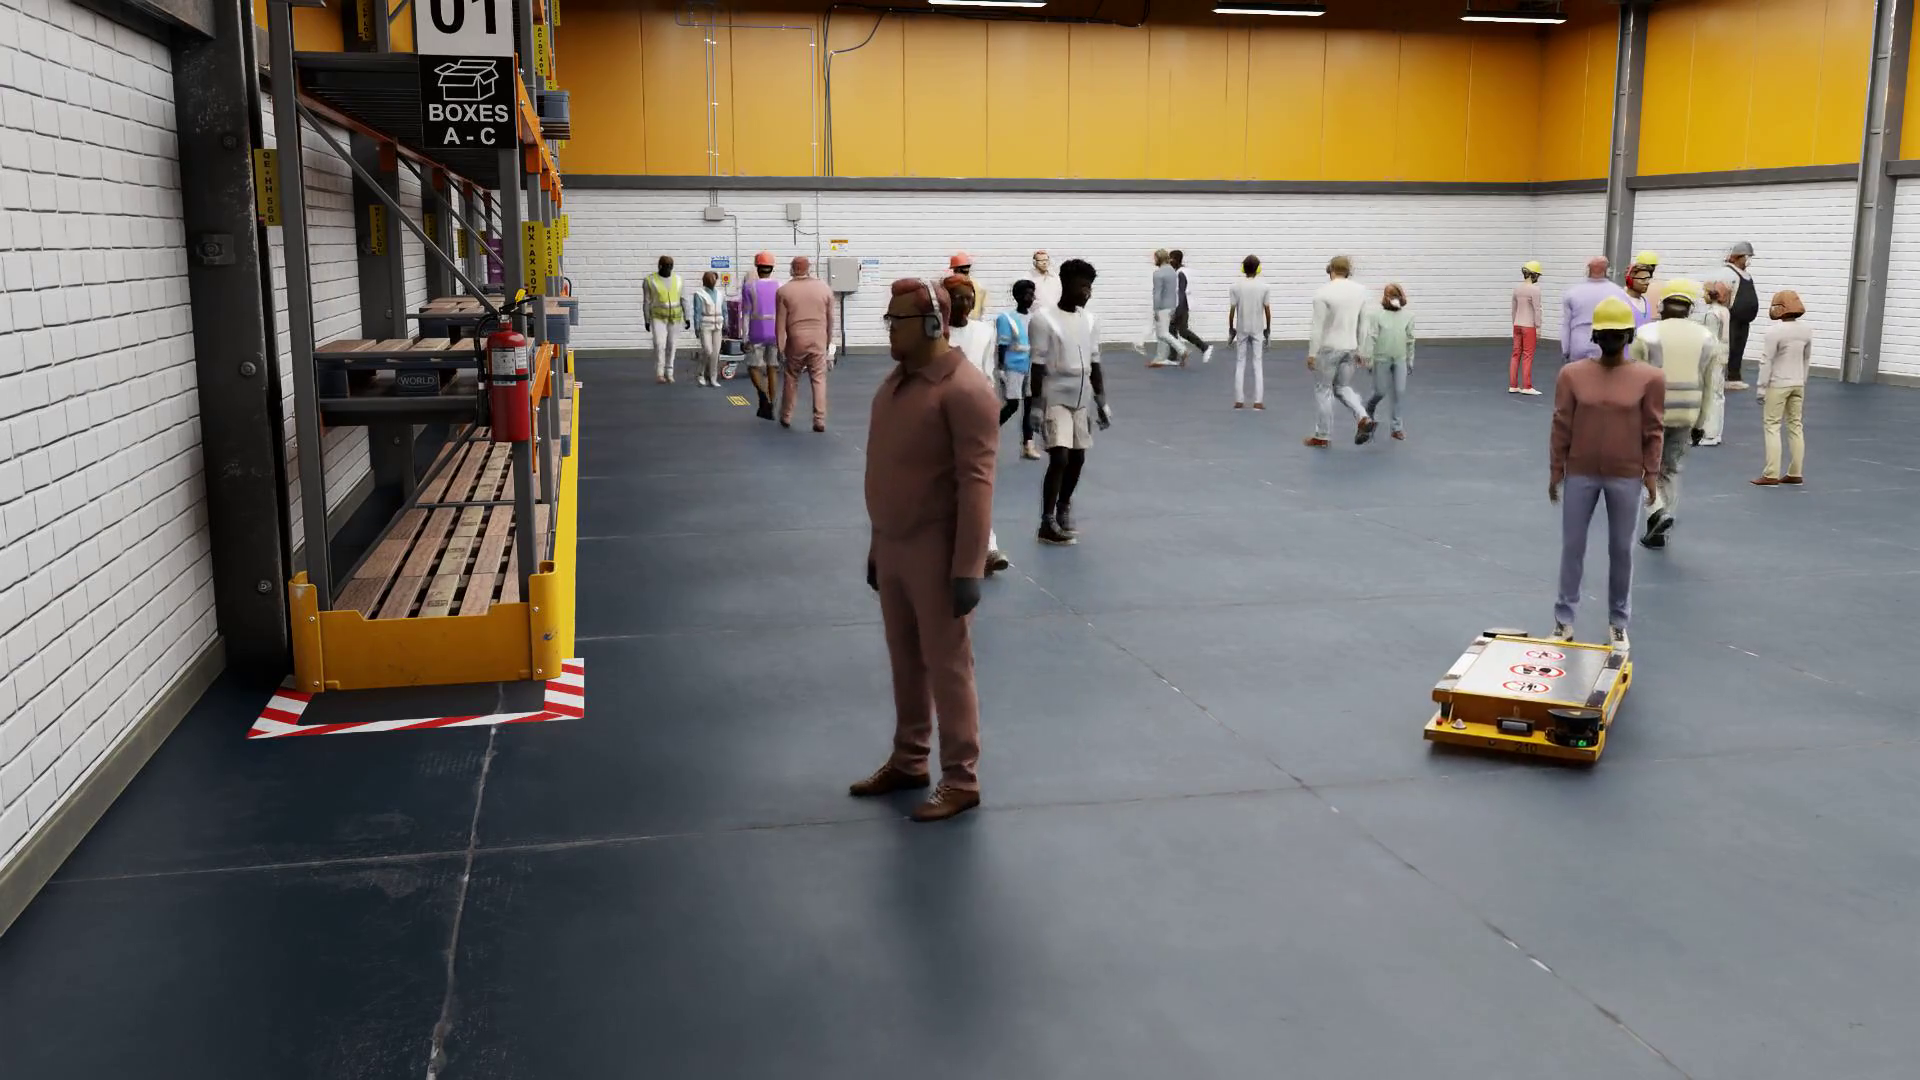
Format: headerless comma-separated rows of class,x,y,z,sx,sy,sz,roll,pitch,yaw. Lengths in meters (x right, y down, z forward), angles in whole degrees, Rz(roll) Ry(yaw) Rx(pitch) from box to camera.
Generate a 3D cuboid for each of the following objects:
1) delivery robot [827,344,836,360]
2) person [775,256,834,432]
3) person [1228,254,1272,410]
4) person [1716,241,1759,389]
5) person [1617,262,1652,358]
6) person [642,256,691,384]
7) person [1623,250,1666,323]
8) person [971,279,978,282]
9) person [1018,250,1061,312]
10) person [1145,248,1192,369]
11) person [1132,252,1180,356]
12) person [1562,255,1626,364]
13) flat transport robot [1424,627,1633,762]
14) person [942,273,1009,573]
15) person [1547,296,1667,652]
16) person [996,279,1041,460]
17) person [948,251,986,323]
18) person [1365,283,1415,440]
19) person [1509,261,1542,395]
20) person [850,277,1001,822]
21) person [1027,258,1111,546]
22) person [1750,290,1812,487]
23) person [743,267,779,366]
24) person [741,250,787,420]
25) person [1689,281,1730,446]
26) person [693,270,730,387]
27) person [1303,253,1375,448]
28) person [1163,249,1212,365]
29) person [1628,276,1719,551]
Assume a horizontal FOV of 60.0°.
delivery robot,-2.298,-2.939,25.849,0.707,0.478,0.477,-5,11,-26
person,-1.679,-2.112,17.905,0.665,1.880,0.727,-3,11,-14
person,3.481,-2.487,19.970,0.528,1.866,0.305,2,11,13
person,10.566,-3.074,22.739,0.693,2.000,0.647,-9,13,-40
person,5.839,-1.507,14.599,0.570,1.843,0.373,-9,13,-40
person,-4.136,-3.114,23.623,0.621,1.803,0.797,-5,11,-26
person,7.427,-2.180,18.107,0.593,1.922,0.387,-2,10,-10
person,0.016,-2.658,20.955,0.500,1.853,0.508,7,13,35
person,1.083,-2.855,21.921,0.669,1.902,0.400,-5,12,-27
person,3.297,-3.629,26.187,0.770,1.919,0.639,6,12,32
person,3.539,-4.158,29.330,0.983,1.843,0.573,-1,10,-6
person,6.480,-1.963,17.039,0.646,1.884,0.703,5,11,26
flat transport robot,2.462,0.632,7.111,0.652,0.197,1.431,5,11,26
person,-0.019,-0.720,10.277,0.603,1.828,1.001,-5,11,-25
person,3.190,-0.321,8.248,0.532,1.767,0.331,5,11,25
person,0.536,-1.592,15.500,0.543,1.683,0.519,-7,12,-32
person,0.049,-2.307,18.849,0.560,1.913,0.771,-7,13,-36
person,4.421,-1.855,17.199,0.513,1.612,0.625,-1,10,-6
person,7.507,-2.799,21.996,0.325,1.762,0.524,-4,11,-20
person,-0.142,0.028,5.923,0.405,1.907,0.647,-7,12,-33
person,0.704,-0.951,11.317,0.651,1.914,0.597,-9,14,-41
person,6.824,-1.251,13.797,0.506,1.627,0.283,-4,11,-21
person,-3.147,-3.753,27.128,0.659,1.808,0.798,6,12,31
person,-2.209,-2.311,18.845,0.563,1.918,0.428,-4,11,-22
person,7.460,-1.745,16.494,0.310,1.636,0.522,8,13,36
person,-3.437,-2.919,23.045,0.517,1.626,0.362,-10,14,-42
person,3.719,-1.828,16.203,0.649,1.912,0.663,-7,12,-33
person,3.692,-3.789,27.126,0.814,1.883,0.651,0,10,2
person,4.583,-0.791,10.762,0.598,1.806,0.558,0,10,-2
